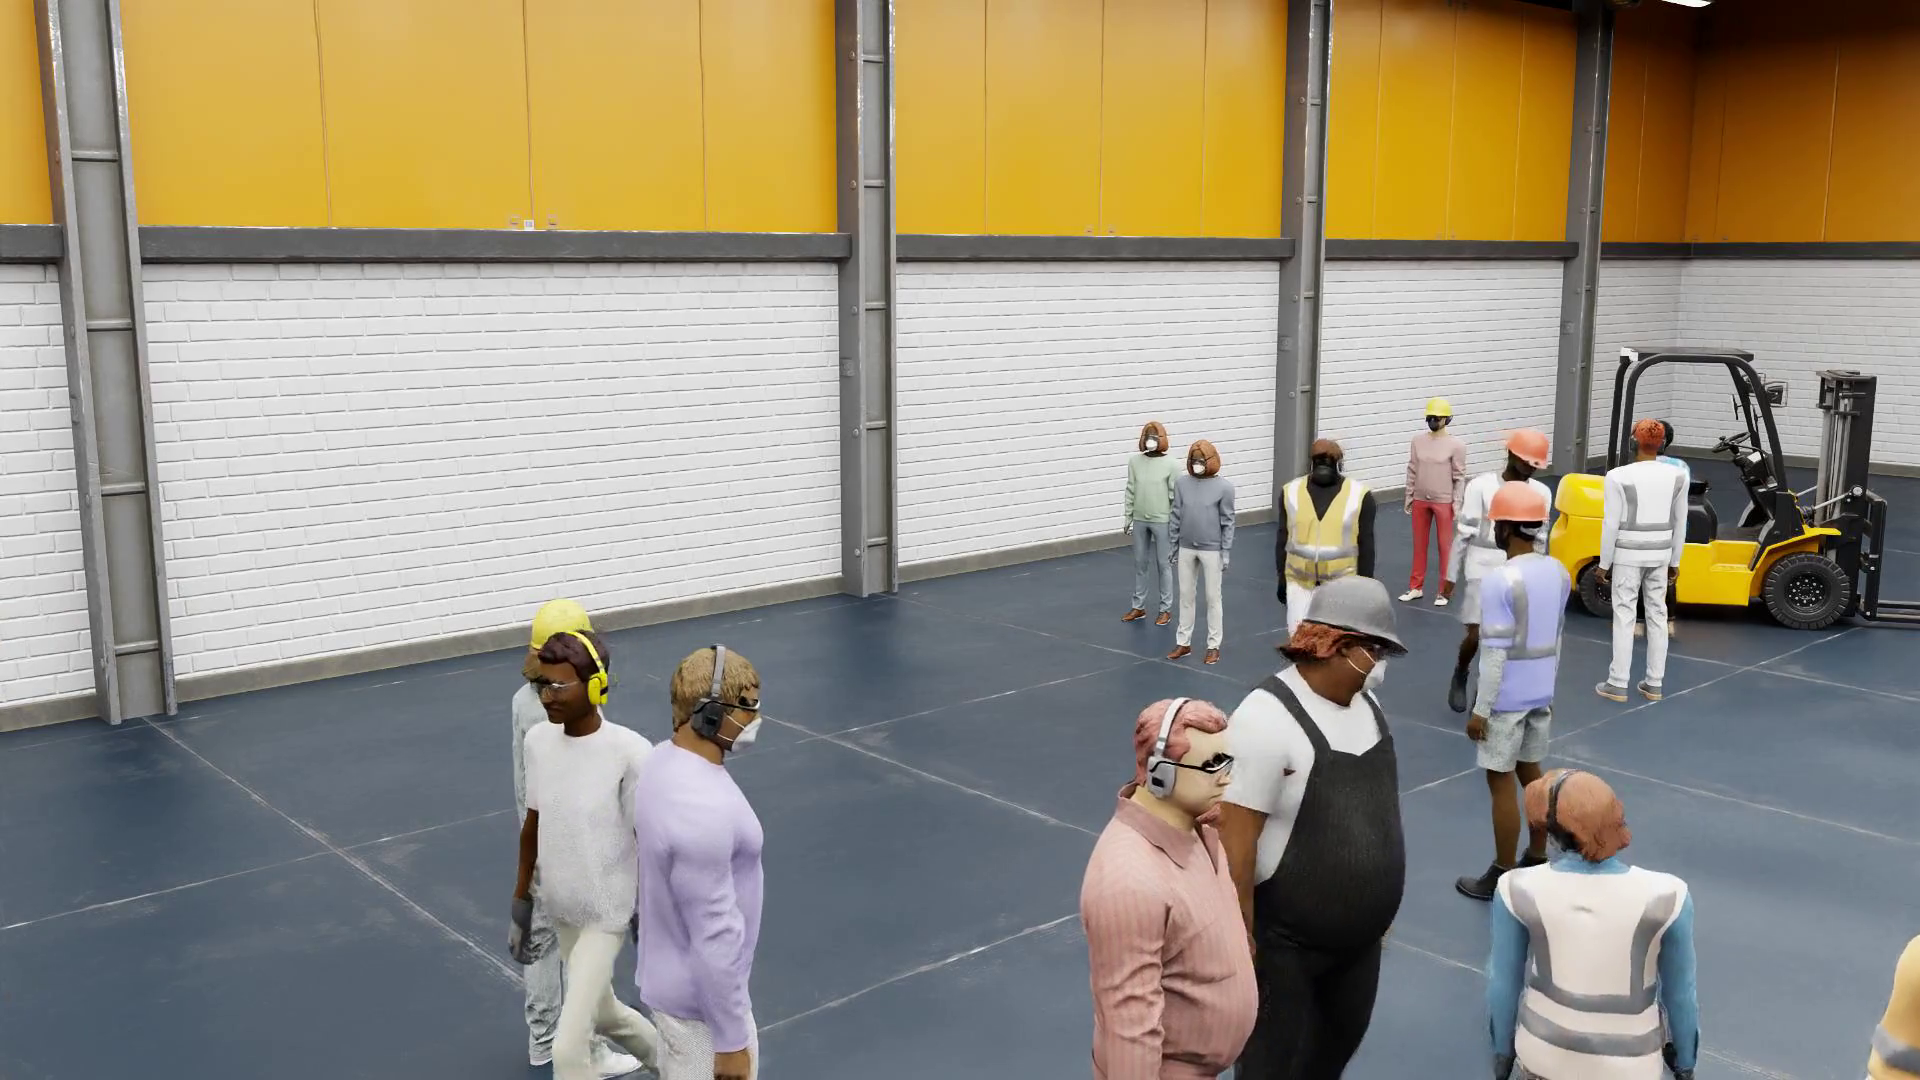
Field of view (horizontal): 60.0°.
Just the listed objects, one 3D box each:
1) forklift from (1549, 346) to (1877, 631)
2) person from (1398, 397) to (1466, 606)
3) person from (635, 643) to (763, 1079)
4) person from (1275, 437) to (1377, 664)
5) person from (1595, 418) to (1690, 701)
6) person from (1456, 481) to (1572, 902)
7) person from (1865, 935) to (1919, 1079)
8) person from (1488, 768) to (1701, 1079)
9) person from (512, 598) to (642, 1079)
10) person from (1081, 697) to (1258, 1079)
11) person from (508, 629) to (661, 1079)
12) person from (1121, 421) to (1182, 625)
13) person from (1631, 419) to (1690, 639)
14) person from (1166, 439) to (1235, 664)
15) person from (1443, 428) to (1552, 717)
[{"bbox_3d":[6.109,-0.478,13.691,2.313,2.155,1.214,3,10,16],"label":"forklift"},{"bbox_3d":[4.000,-0.328,14.056,0.524,1.772,0.311,9,13,43],"label":"person"},{"bbox_3d":[-0.679,1.229,4.460,0.370,1.934,0.627,-3,10,-19],"label":"person"},{"bbox_3d":[2.325,0.241,10.603,0.626,1.820,0.798,4,10,21],"label":"person"},{"bbox_3d":[4.499,0.136,11.005,0.576,1.883,0.354,-1,10,-6],"label":"person"},{"bbox_3d":[2.506,0.694,7.580,0.552,1.935,0.374,-7,12,-37],"label":"person"},{"bbox_3d":[2.122,1.429,3.398,0.633,1.893,0.469,4,10,20],"label":"person"},{"bbox_3d":[1.679,1.393,4.446,0.535,1.606,0.518,5,11,26],"label":"person"},{"bbox_3d":[-1.391,1.067,5.955,0.491,1.746,0.286,8,13,39],"label":"person"},{"bbox_3d":[0.516,1.311,4.063,0.407,1.905,0.655,3,10,17],"label":"person"},{"bbox_3d":[-1.142,1.153,5.221,0.532,1.833,0.944,6,11,32],"label":"person"},{"bbox_3d":[1.536,-0.138,13.331,0.500,1.636,0.279,7,12,34],"label":"person"},{"bbox_3d":[5.342,-0.080,12.817,0.537,1.697,0.317,-2,10,-12],"label":"person"},{"bbox_3d":[1.743,0.080,12.065,0.497,1.633,0.289,6,11,32],"label":"person"},{"bbox_3d":[3.347,0.236,10.380,0.637,1.893,0.512,0,10,-2],"label":"person"}]
